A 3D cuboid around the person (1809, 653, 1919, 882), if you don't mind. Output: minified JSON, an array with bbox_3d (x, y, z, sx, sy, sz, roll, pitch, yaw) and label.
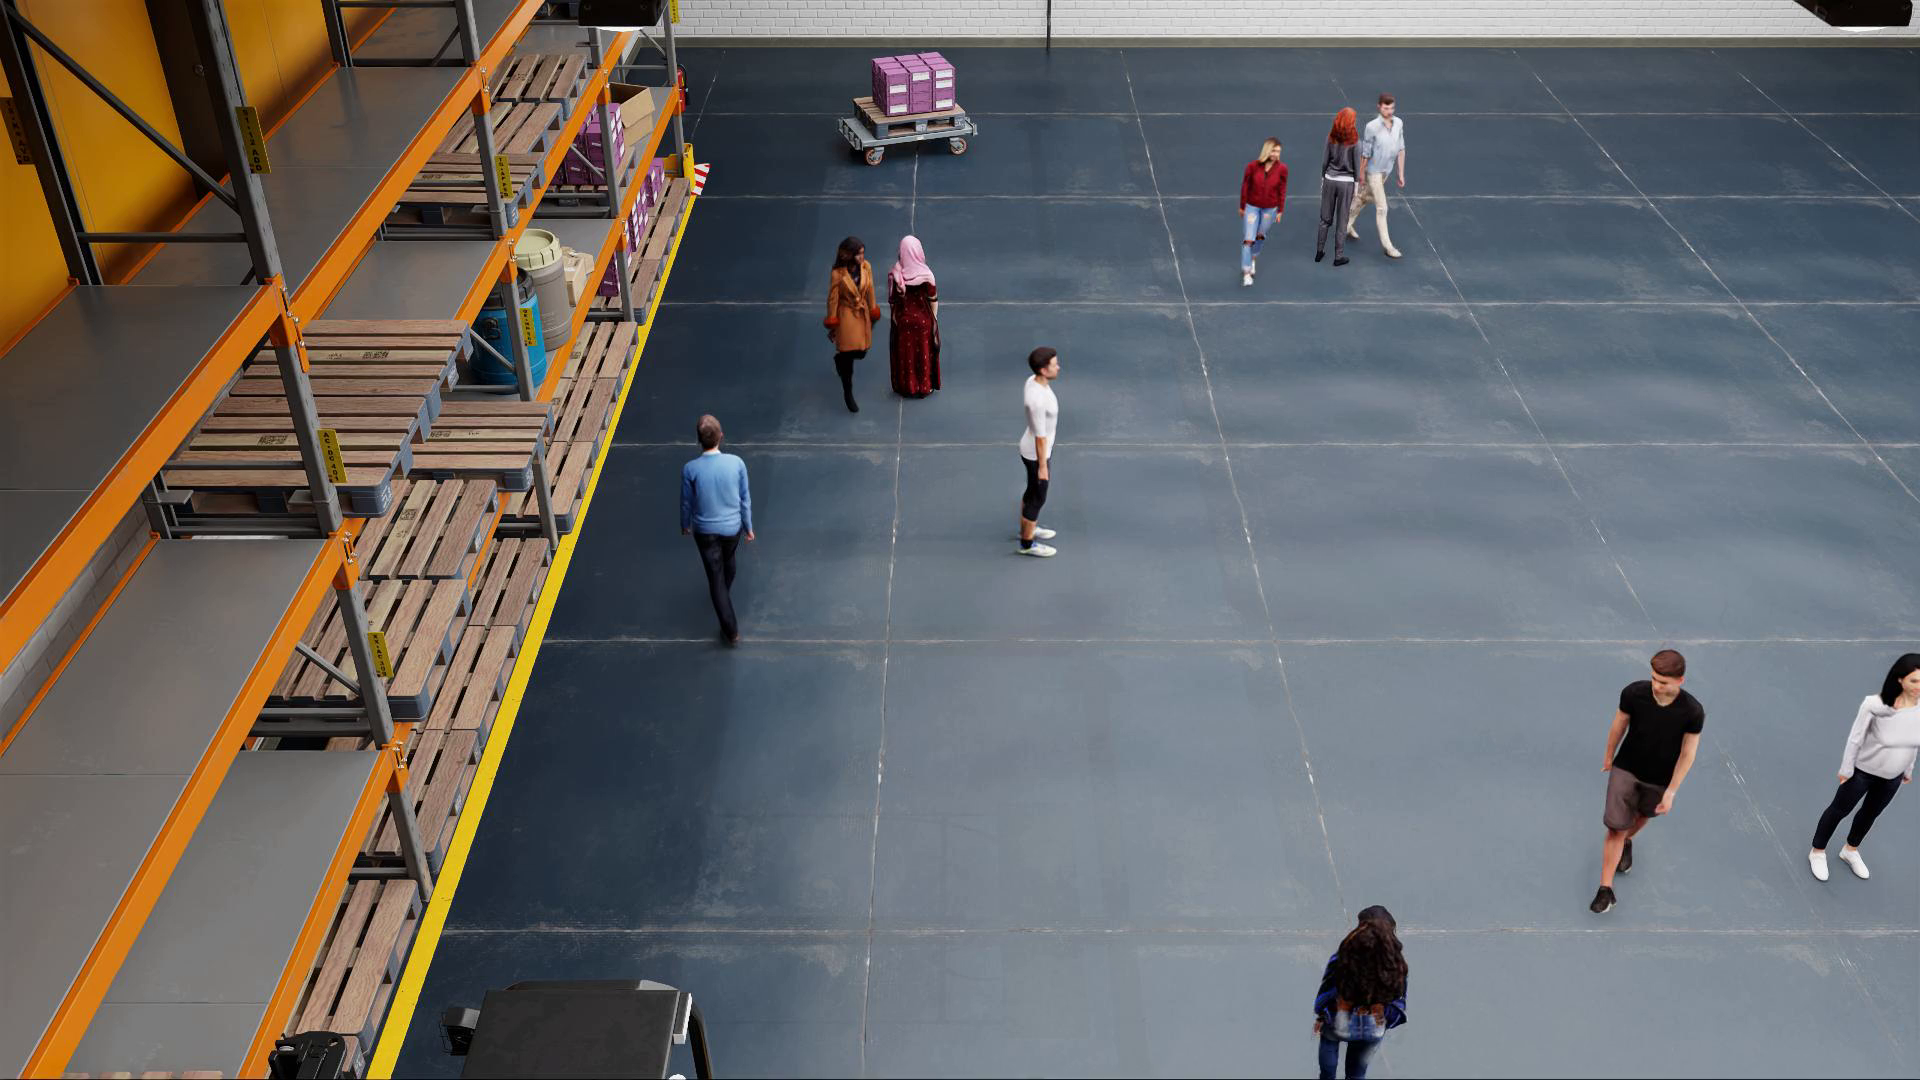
[{"bbox_3d":[5.719,1.409,10.388,0.621,1.700,0.563,-2,34,-3],"label":"person"}]

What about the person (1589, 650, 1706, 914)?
[{"bbox_3d":[4.290,1.384,10.324,0.994,1.812,1.235,16,37,22],"label":"person"}]

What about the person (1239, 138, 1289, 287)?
[{"bbox_3d":[3.250,-3.605,18.028,0.613,1.593,0.958,2,34,2],"label":"person"}]

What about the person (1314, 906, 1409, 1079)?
[{"bbox_3d":[2.066,2.584,8.702,0.692,1.610,0.667,6,34,8],"label":"person"}]

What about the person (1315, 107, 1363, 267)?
[{"bbox_3d":[4.162,-3.887,18.283,0.654,1.780,0.677,21,39,28],"label":"person"}]

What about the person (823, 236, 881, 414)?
[{"bbox_3d":[-1.051,-2.074,15.622,0.980,1.707,1.064,-11,35,-17],"label":"person"}]

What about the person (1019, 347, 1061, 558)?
[{"bbox_3d":[0.624,-0.724,13.464,0.707,1.847,0.468,1,34,1],"label":"person"}]

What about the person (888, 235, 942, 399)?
[{"bbox_3d":[-0.444,-2.108,15.736,0.701,1.636,0.658,6,34,9],"label":"person"}]

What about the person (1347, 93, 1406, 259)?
[{"bbox_3d":[4.631,-4.137,18.652,1.088,1.789,1.310,-18,38,-25],"label":"person"}]

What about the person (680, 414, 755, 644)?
[{"bbox_3d":[-1.814,-0.054,12.528,0.922,1.767,1.242,-10,35,-15],"label":"person"}]
